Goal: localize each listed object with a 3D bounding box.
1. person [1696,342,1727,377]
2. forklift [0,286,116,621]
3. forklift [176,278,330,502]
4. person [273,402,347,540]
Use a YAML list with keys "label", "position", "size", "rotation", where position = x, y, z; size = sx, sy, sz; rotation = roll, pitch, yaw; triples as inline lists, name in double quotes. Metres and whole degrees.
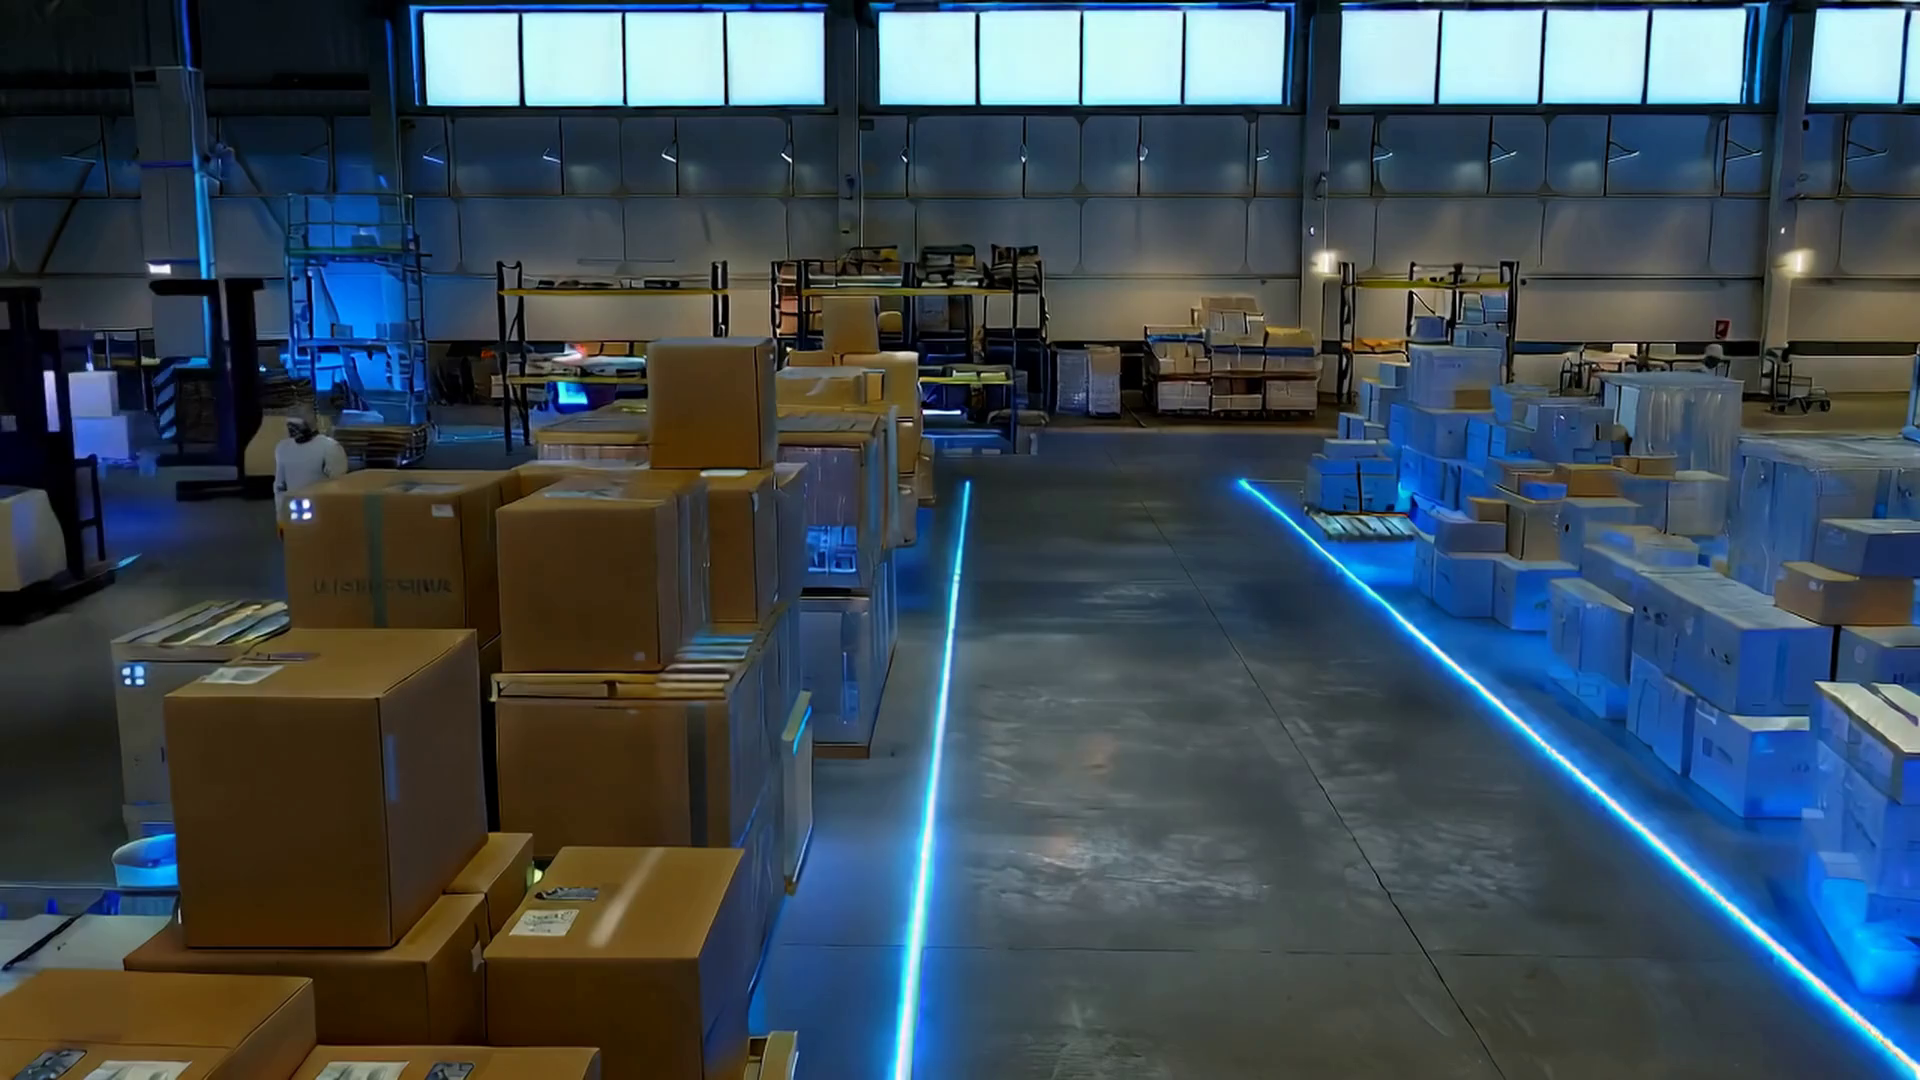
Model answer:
- label: "person"
  position: [10.707, -1.831, 23.529]
  size: [0.561, 1.898, 0.879]
  rotation: [-5, 11, -29]
- label: "forklift"
  position: [-8.425, -0.801, 14.436]
  size: [1.129, 2.768, 1.873]
  rotation: [-1, 9, -3]
- label: "forklift"
  position: [-9.218, -1.986, 21.533]
  size: [1.873, 2.768, 1.129]
  rotation: [-4, 10, -25]
- label: "person"
  position: [-5.203, -0.144, 13.332]
  size: [0.627, 1.934, 0.370]
  rotation: [2, 10, 13]
